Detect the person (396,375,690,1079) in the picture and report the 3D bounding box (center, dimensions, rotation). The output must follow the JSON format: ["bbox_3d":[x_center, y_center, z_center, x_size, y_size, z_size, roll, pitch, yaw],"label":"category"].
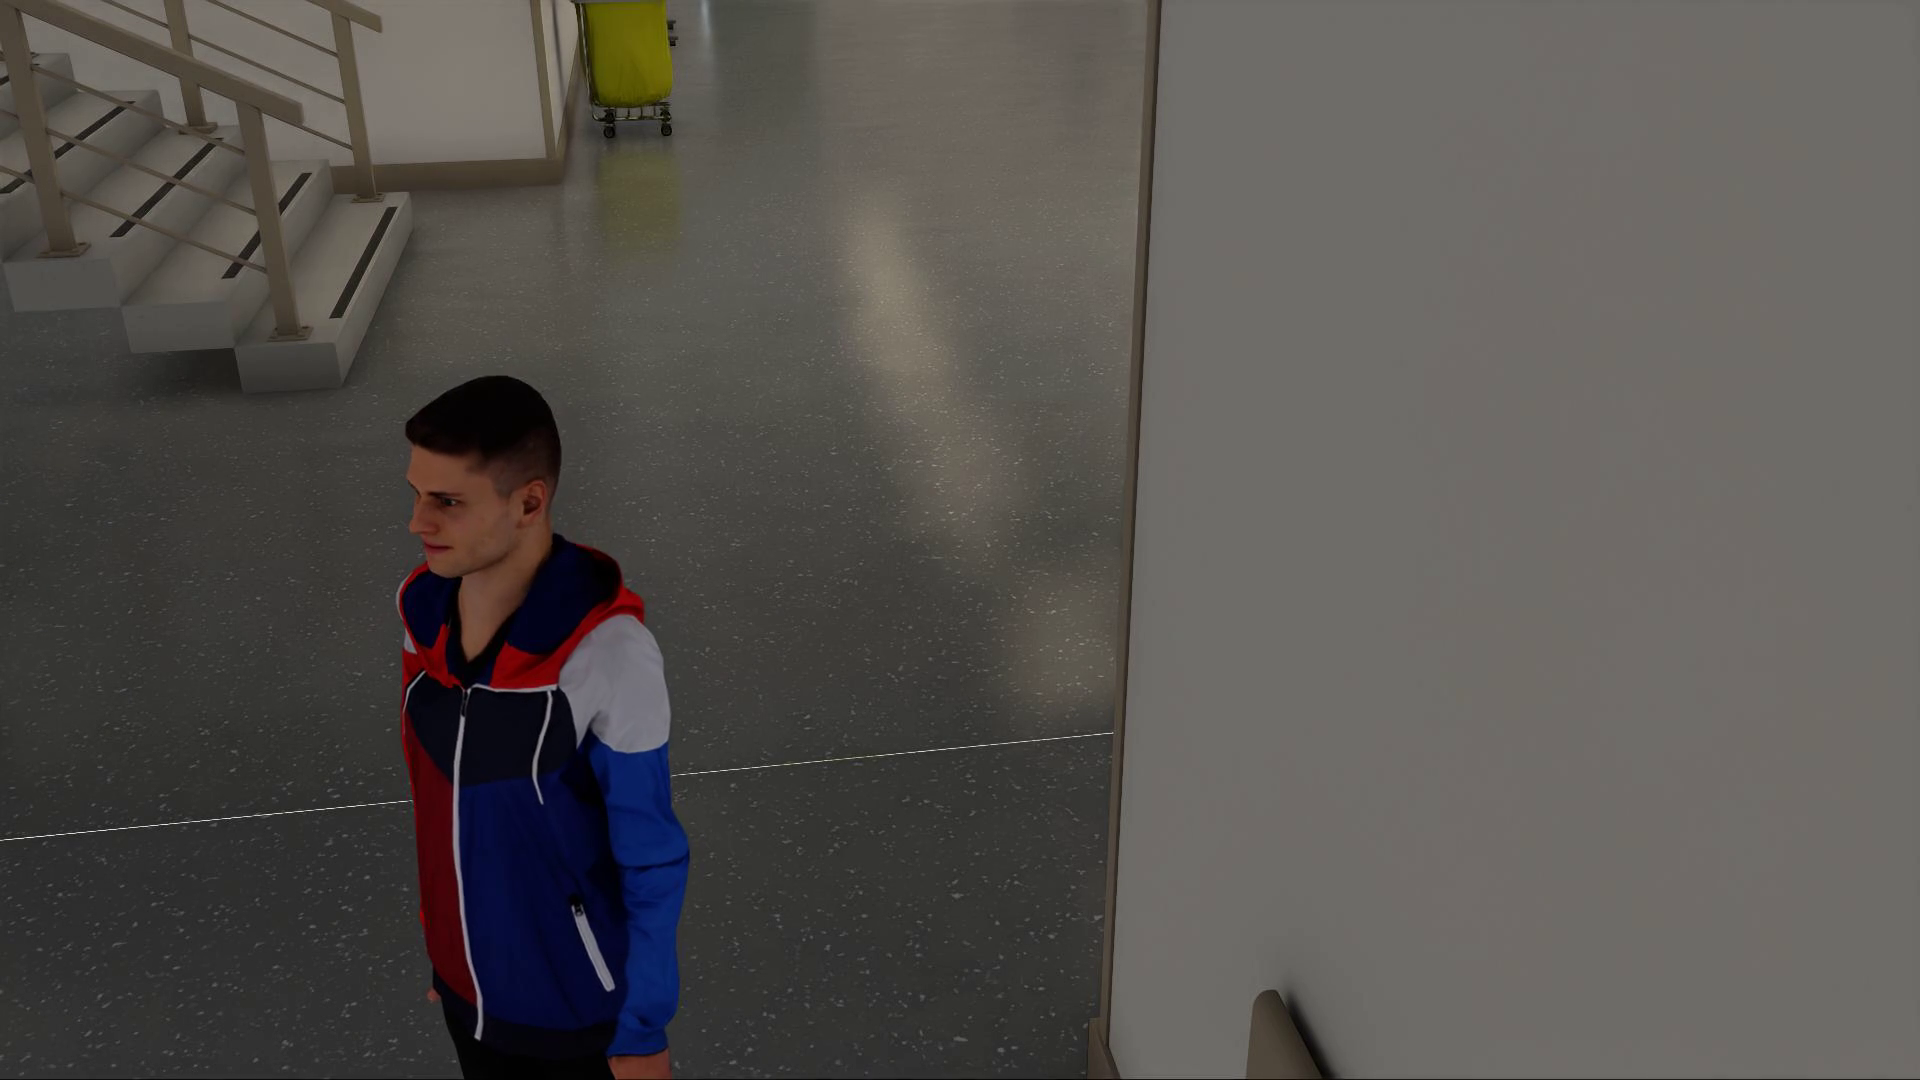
[{"bbox_3d":[-0.590,0.596,2.432,0.706,1.758,0.766,17,30,31],"label":"person"}]
